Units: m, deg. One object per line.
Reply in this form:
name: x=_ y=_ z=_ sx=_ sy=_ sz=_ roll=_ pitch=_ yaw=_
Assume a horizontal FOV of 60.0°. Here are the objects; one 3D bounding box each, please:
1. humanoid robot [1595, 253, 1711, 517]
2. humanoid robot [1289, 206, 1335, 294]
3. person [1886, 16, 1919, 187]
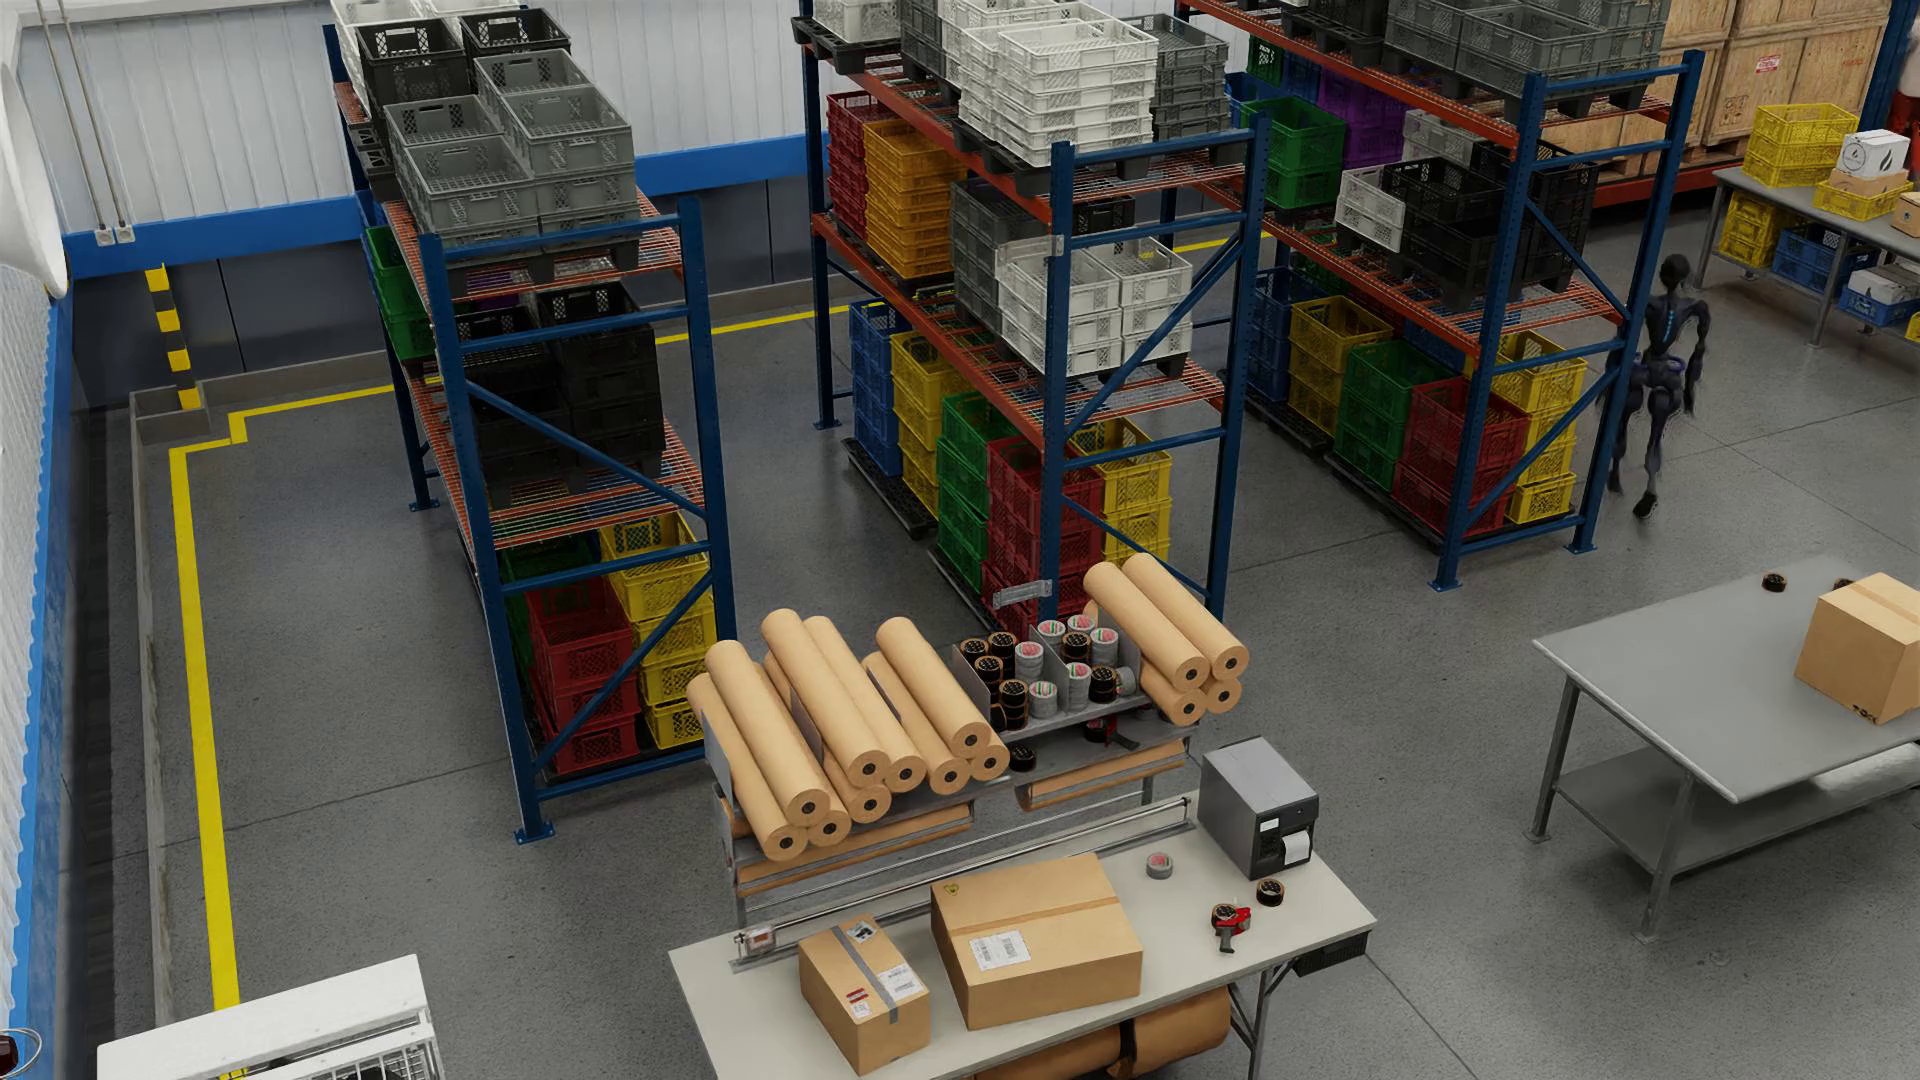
humanoid robot: x=4.237 y=-0.959 z=10.202 sx=0.578 sy=1.643 sz=0.605 roll=7 pitch=32 yaw=11
humanoid robot: x=2.805 y=-2.745 z=13.087 sx=0.565 sy=1.653 sz=0.344 roll=-1 pitch=32 yaw=-2
person: x=8.655 y=-4.114 z=15.026 sx=0.650 sy=1.970 sz=0.470 roll=2 pitch=32 yaw=3
